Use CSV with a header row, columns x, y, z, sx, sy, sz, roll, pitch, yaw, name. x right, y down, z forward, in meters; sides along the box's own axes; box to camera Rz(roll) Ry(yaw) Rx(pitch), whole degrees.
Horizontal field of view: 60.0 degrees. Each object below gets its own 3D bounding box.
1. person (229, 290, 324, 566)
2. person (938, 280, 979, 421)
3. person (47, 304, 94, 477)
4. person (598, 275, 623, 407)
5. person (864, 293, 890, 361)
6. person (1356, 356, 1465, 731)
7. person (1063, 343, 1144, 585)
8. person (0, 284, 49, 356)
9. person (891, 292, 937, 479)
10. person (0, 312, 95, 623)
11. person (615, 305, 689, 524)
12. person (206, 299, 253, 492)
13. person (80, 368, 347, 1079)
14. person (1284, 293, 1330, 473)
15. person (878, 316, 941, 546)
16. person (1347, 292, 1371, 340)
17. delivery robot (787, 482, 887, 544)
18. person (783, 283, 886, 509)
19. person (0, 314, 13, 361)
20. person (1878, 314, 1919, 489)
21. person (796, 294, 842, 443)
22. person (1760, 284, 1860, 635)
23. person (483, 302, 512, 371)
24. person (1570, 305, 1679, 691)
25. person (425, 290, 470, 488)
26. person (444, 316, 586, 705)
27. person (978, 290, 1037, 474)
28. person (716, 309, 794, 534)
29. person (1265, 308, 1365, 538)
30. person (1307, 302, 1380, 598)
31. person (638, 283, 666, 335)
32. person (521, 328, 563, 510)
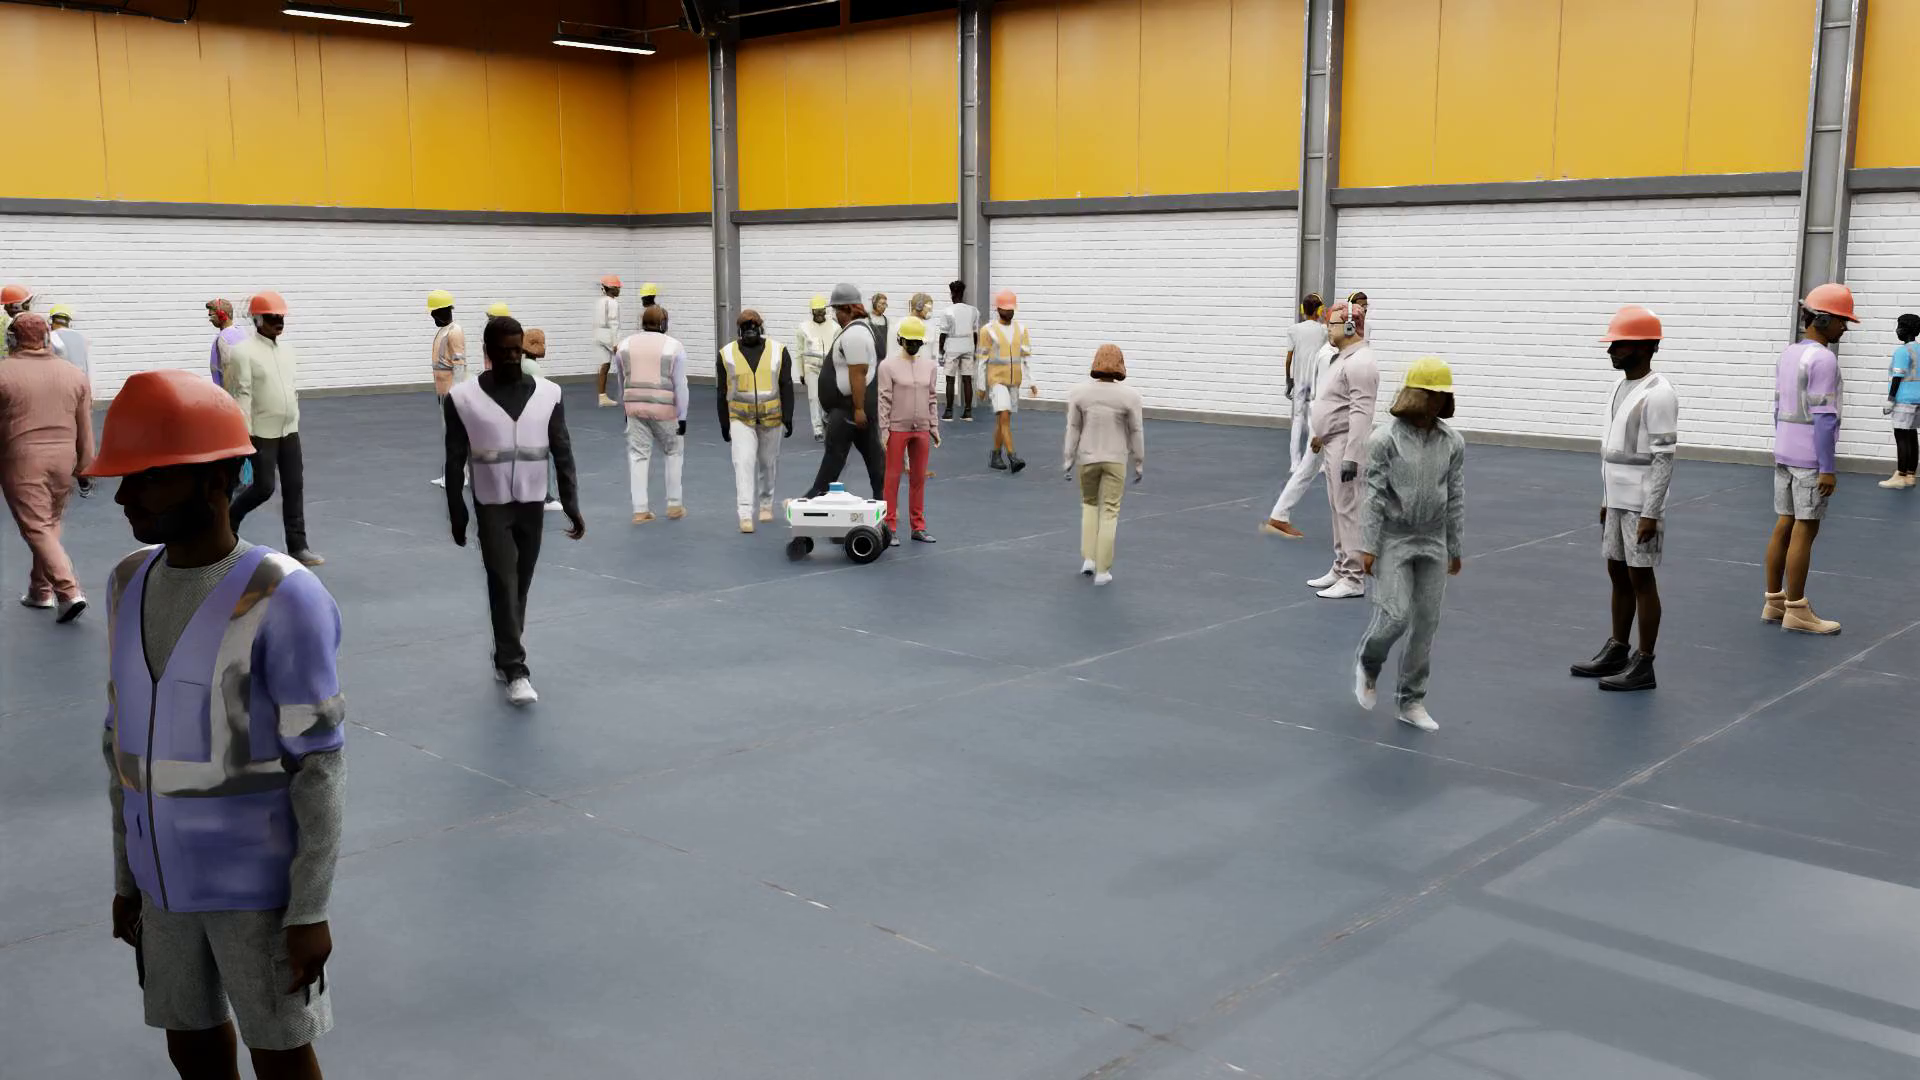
x,y,z,sx,sy,sz,roll,pitch,yaw,name
-4.968,-0.794,11.877,0.744,1.977,0.627,4,10,21,person
-0.030,-2.629,23.172,0.605,1.965,0.397,-4,10,-24,person
-9.213,-1.520,17.004,0.925,1.760,0.644,2,9,9,person
-5.247,-3.060,25.630,0.824,2.018,0.637,-6,11,-34,person
-1.195,-2.522,23.073,0.522,1.790,1.021,-5,11,-29,person
2.077,0.015,7.668,0.502,1.725,0.428,-3,10,-15,person
0.986,-0.516,11.251,0.538,1.615,0.472,3,10,18,person
-9.100,-1.505,16.249,0.512,1.968,0.662,0,9,-1,person
-0.504,-1.598,17.086,0.815,1.896,0.700,7,12,37,person
-5.577,-0.447,10.088,0.957,1.868,0.640,6,11,32,person
-2.557,-1.059,13.999,0.660,1.817,0.679,2,9,9,person
-6.937,-1.375,15.861,0.390,1.838,0.564,-2,9,-11,person
-1.434,0.641,3.197,0.549,1.937,0.358,4,10,22,person
3.643,-1.623,17.320,0.532,1.861,0.321,4,10,25,person
-0.383,-0.834,12.792,0.523,1.760,0.327,-6,11,-31,person
4.330,-1.776,18.225,0.508,1.872,0.328,-7,12,-36,person
-0.901,-0.178,12.161,0.707,0.478,0.477,1,9,7,delivery robot
-1.014,-1.174,14.008,0.975,2.000,0.707,1,9,6,person
-12.128,-2.251,21.450,0.957,1.786,0.606,-7,12,-37,person
9.155,-1.341,16.103,0.538,1.690,0.319,-8,12,-41,person
-1.717,-2.113,20.442,0.606,1.818,0.517,-2,10,-14,person
4.975,-0.470,9.719,0.392,2.034,0.605,1,9,4,person
-5.023,-1.716,18.181,0.331,1.769,0.527,-8,12,-39,person
3.364,-0.204,8.379,0.379,1.938,0.547,-1,9,-3,person
-4.974,-1.465,16.169,0.374,1.920,0.585,-5,11,-30,person
-2.164,-0.148,8.186,0.604,1.880,0.902,-7,11,-36,person
0.520,-1.640,17.323,0.558,1.885,0.931,-5,10,-27,person
-1.681,-0.994,13.666,0.623,1.801,0.936,-2,9,-10,person
2.859,-0.890,12.951,1.015,1.837,0.592,2,9,12,person
2.478,-0.580,10.782,0.409,1.907,0.651,1,9,4,person
-4.586,-2.837,24.628,0.519,1.906,0.598,-6,11,-34,person
-3.806,-1.041,14.513,0.669,1.610,0.512,-5,10,-26,person
